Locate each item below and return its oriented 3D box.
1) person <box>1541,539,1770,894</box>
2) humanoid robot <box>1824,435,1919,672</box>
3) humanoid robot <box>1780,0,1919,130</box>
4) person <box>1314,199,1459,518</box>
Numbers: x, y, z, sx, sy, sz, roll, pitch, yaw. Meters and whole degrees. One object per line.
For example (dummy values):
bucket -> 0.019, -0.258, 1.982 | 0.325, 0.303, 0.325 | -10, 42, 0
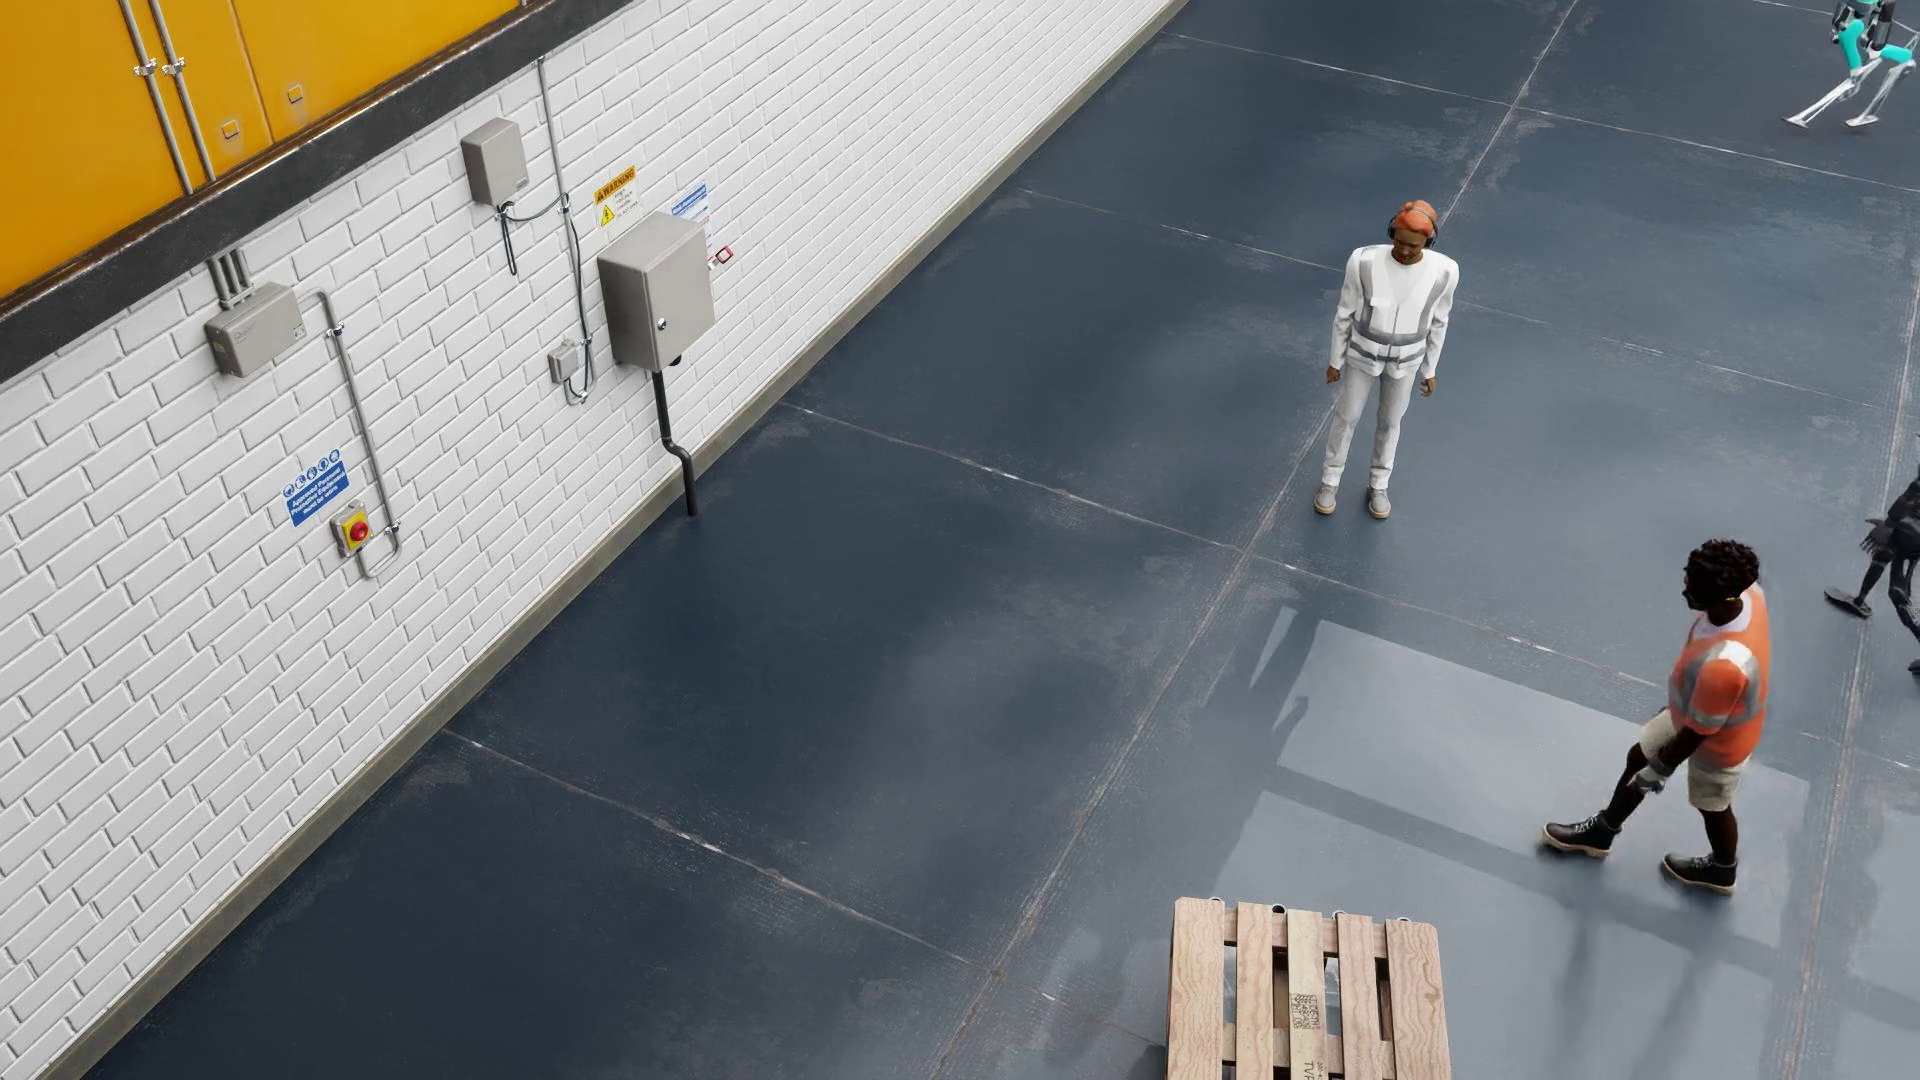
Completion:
person -> 2.959, 0.744, 6.724 | 0.930, 1.890, 0.617 | 11, 42, 13
humanoid robot -> 4.685, -0.121, 7.923 | 0.591, 1.650, 0.684 | -27, 48, -28
humanoid robot -> 6.626, -3.709, 12.015 | 1.013, 1.719, 0.536 | -9, 42, -11
person -> 2.209, -0.930, 8.679 | 0.572, 1.886, 0.354 | 6, 41, 7
